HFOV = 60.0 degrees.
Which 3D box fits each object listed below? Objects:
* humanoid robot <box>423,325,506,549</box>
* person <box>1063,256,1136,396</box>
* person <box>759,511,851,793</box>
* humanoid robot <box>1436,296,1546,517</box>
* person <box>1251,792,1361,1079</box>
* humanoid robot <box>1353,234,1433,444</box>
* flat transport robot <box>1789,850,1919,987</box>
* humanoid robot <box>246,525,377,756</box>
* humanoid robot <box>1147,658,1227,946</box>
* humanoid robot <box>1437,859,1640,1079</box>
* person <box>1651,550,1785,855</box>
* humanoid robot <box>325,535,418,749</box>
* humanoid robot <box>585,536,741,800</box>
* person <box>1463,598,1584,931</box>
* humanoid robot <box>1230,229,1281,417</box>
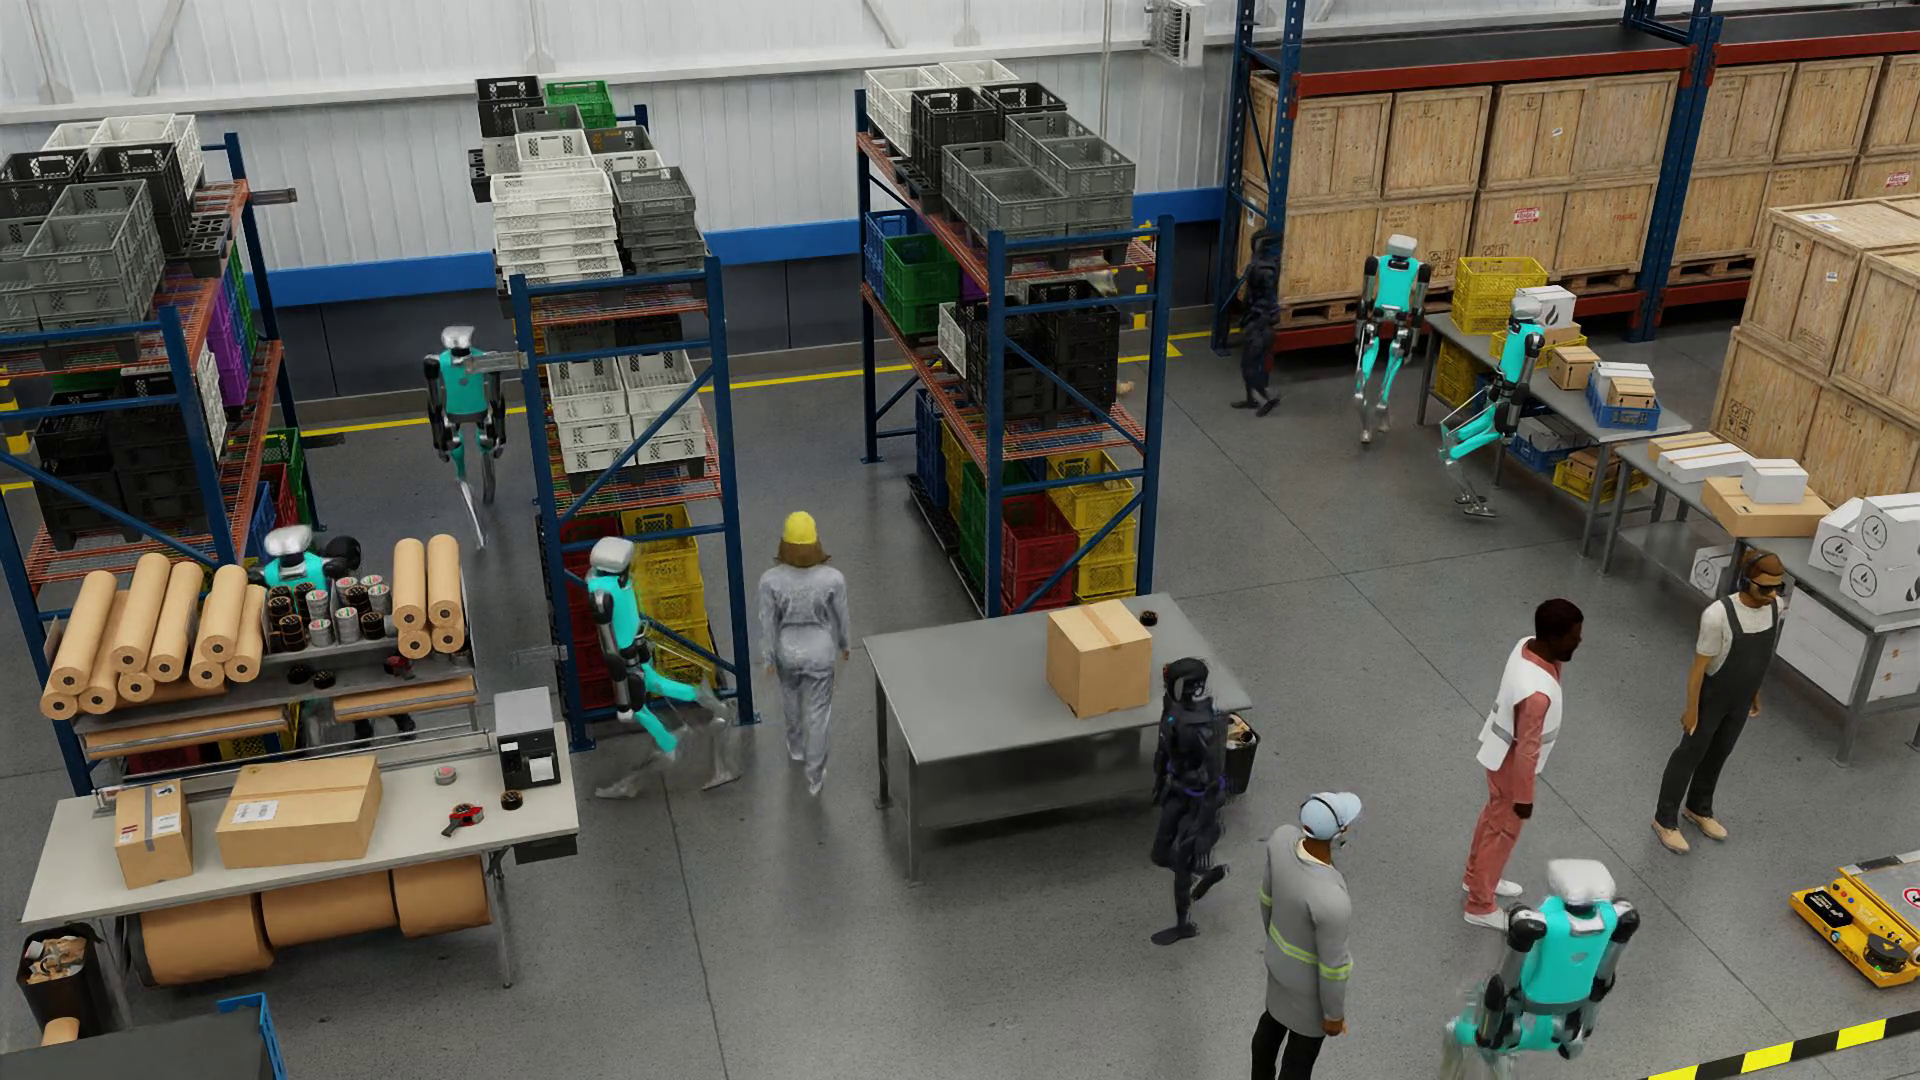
[{"bbox_3d":[-3.603,-0.868,12.229,0.560,1.747,0.995,-8,30,-15],"label":"humanoid robot"},{"bbox_3d":[1.105,-2.154,14.510,0.989,1.785,0.614,14,32,23],"label":"person"},{"bbox_3d":[-0.873,0.604,9.552,0.498,1.719,0.654,1,29,2],"label":"person"},{"bbox_3d":[3.840,-0.985,12.289,0.735,1.677,0.533,1,29,1],"label":"humanoid robot"},{"bbox_3d":[1.496,1.842,7.164,0.359,1.851,0.596,-9,30,-16],"label":"person"},{"bbox_3d":[3.440,-1.549,13.454,0.551,1.781,0.897,9,30,15],"label":"humanoid robot"},{"bbox_3d":[5.163,1.916,8.676,1.431,0.231,0.659,-8,30,-14],"label":"flat transport robot"},{"bbox_3d":[-3.627,0.636,9.470,0.561,1.783,0.669,-8,30,-14],"label":"humanoid robot"},{"bbox_3d":[1.193,1.309,8.325,0.430,1.646,0.611,-10,30,-17],"label":"humanoid robot"},{"bbox_3d":[2.371,1.955,7.143,0.566,1.811,0.800,-5,29,-9],"label":"humanoid robot"},{"bbox_3d":[4.114,0.858,8.963,0.512,1.843,0.325,-11,31,-20],"label":"person"},{"bbox_3d":[-3.359,0.752,9.359,0.611,1.652,0.392,3,29,6],"label":"humanoid robot"},{"bbox_3d":[-1.607,0.787,9.268,1.034,1.774,0.549,1,29,2],"label":"humanoid robot"},{"bbox_3d":[2.814,1.124,8.420,0.392,1.911,0.579,9,30,15],"label":"person"},{"bbox_3d":[2.547,-1.842,14.068,0.390,1.660,0.587,-4,29,-7],"label":"humanoid robot"}]
